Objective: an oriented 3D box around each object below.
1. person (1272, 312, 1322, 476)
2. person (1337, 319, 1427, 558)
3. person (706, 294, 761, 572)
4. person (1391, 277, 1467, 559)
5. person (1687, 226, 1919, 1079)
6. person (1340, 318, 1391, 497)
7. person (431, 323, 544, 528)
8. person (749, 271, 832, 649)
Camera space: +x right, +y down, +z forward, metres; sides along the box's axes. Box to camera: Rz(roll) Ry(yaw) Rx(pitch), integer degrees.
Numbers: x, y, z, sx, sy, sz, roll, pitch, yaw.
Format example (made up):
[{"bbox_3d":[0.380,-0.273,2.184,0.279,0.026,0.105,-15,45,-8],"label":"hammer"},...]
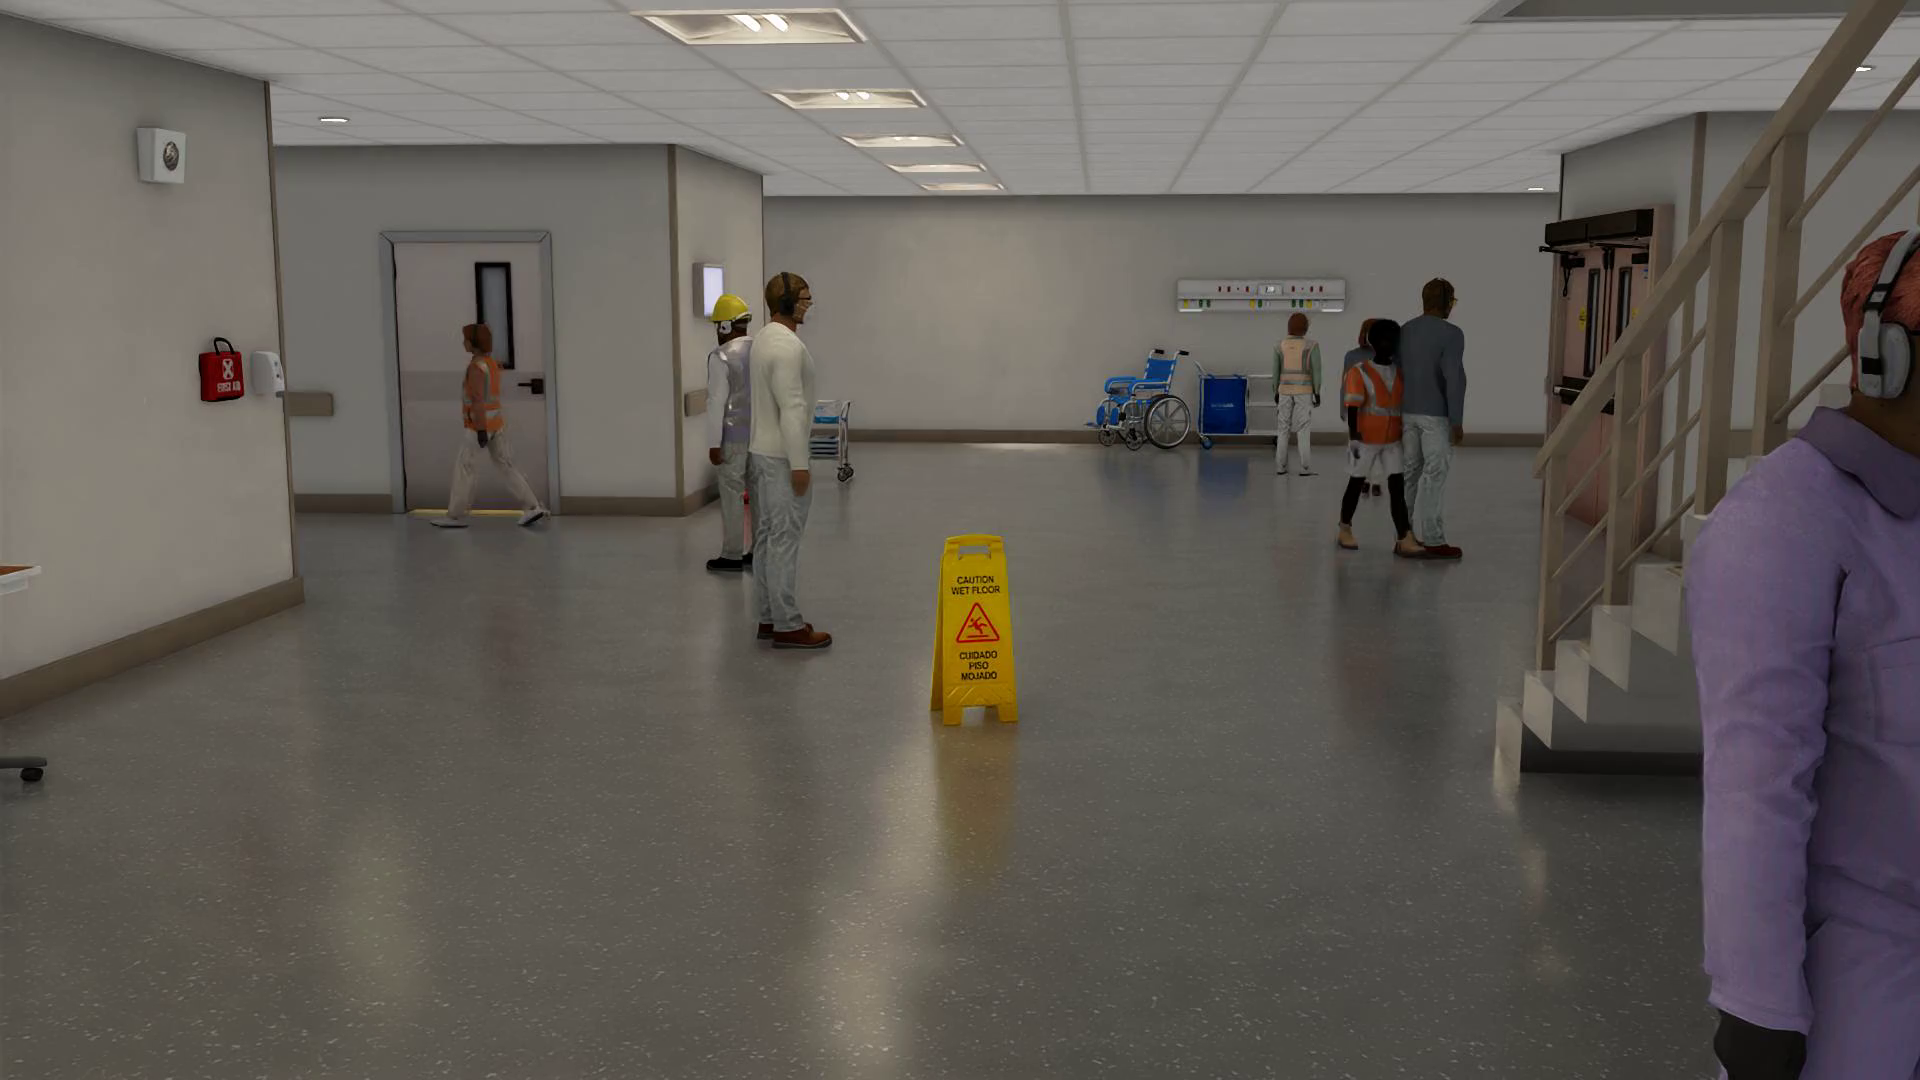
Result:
[{"bbox_3d":[3.394,-1.466,16.769,0.522,1.645,0.306,6,10,35],"label":"person"},{"bbox_3d":[2.934,-0.714,11.628,0.542,1.651,0.852,-2,9,-11],"label":"person"},{"bbox_3d":[-1.465,-0.698,10.962,0.403,1.824,0.590,6,10,33],"label":"person"},{"bbox_3d":[3.240,-0.836,11.498,0.354,1.936,0.635,-4,9,-28],"label":"person"},{"bbox_3d":[1.245,0.543,2.226,0.651,1.907,0.409,-5,10,-33],"label":"person"},{"bbox_3d":[3.693,-1.187,15.013,0.521,1.598,0.773,3,9,20],"label":"person"},{"bbox_3d":[-3.682,-0.888,12.951,0.850,1.600,0.527,0,8,2],"label":"person"},{"bbox_3d":[-0.903,-0.412,8.608,0.370,1.940,0.627,-3,9,-19],"label":"person"}]
